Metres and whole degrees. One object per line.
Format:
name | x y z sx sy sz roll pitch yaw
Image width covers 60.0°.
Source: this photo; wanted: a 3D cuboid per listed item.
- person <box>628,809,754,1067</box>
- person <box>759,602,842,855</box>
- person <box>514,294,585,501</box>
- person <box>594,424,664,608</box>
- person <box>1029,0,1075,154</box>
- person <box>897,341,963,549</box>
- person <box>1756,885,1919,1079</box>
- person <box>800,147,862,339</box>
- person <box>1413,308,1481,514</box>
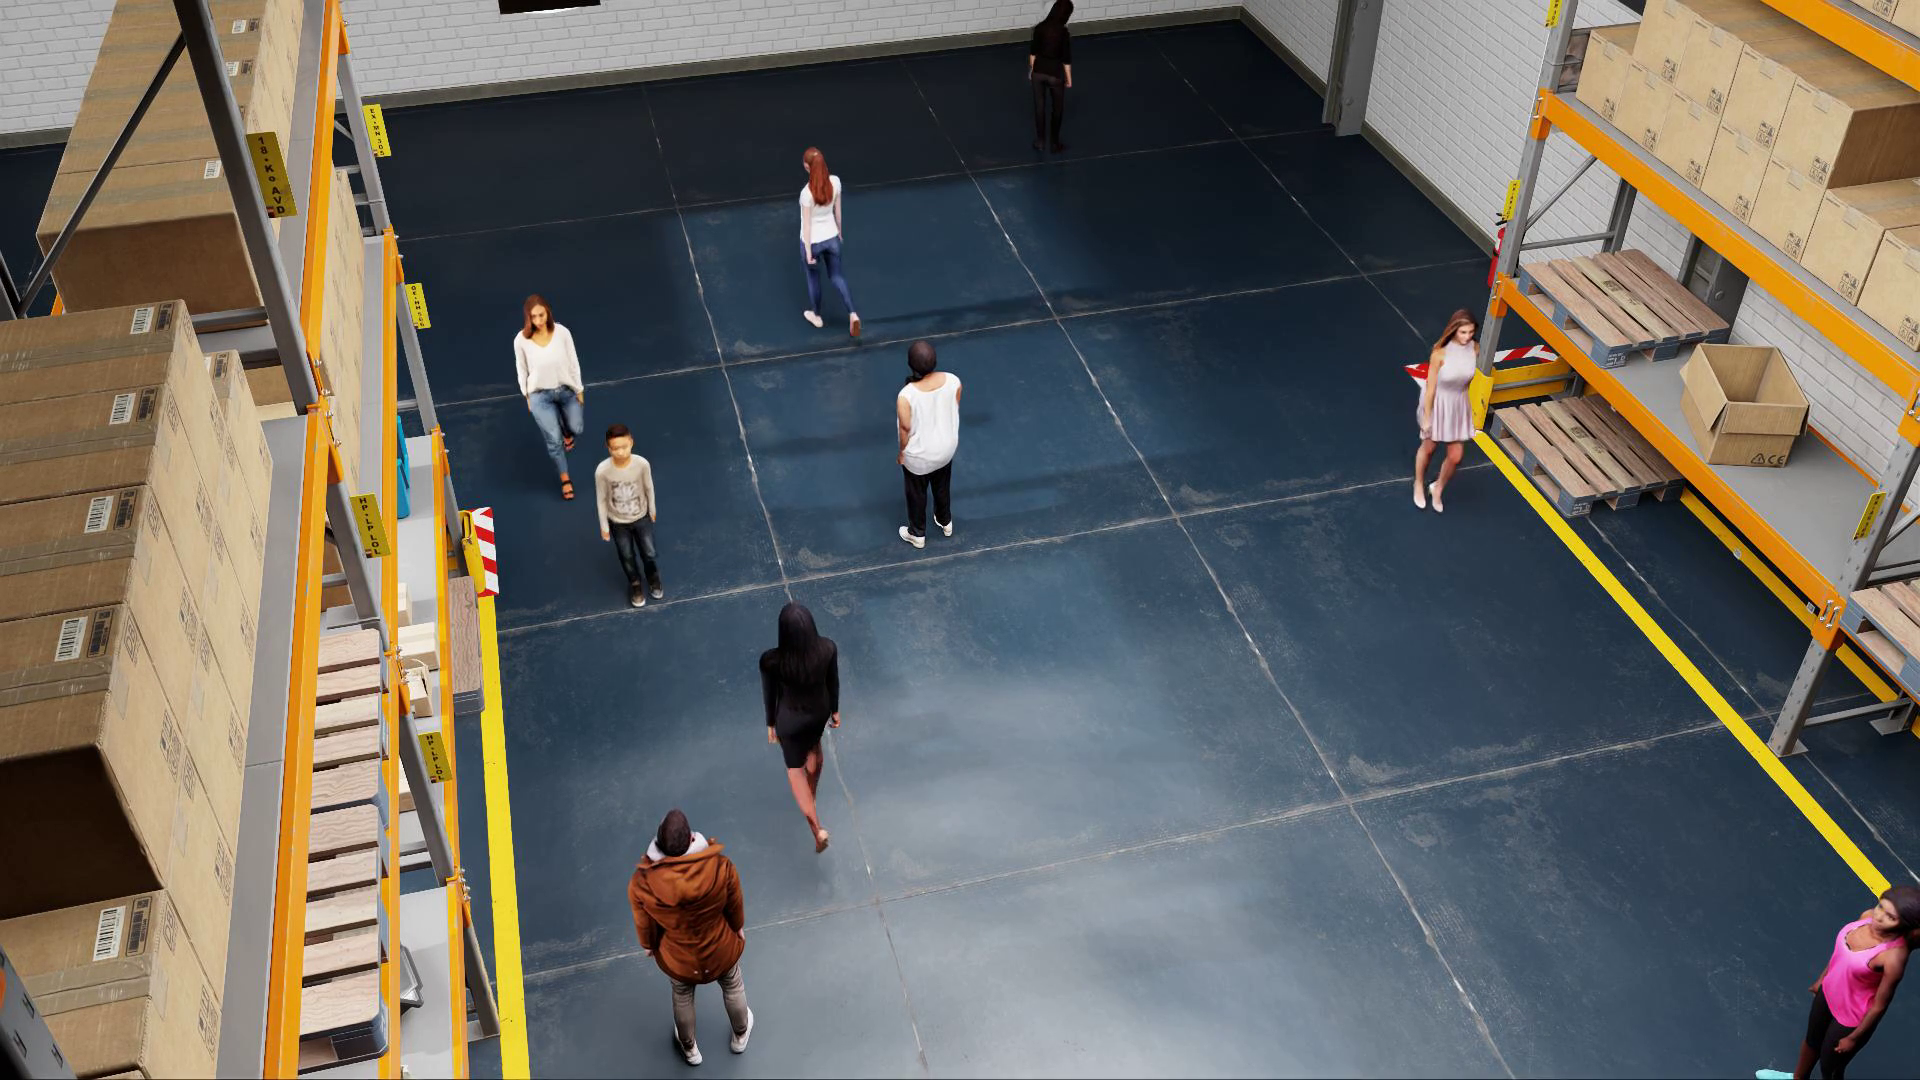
person | -1.329 2.009 8.393 0.695 1.840 0.689 -8 39 -10
person | -0.878 1.098 9.645 0.676 1.701 1.041 -13 41 -16
person | -3.052 -1.138 12.470 0.623 1.670 0.862 -11 40 -13
person | -2.296 -0.201 11.470 0.537 1.454 0.503 -10 40 -12
person | 0.909 -4.760 17.046 0.693 1.618 0.689 1 39 1
person | -0.249 -0.700 11.907 0.719 1.688 0.700 -21 43 -24
person | 4.347 2.287 8.141 0.694 1.720 0.583 3 39 4
person | -1.118 -2.488 14.119 0.781 1.721 1.060 -24 45 -27
person | 3.505 -0.980 12.202 0.609 1.756 0.700 -3 39 -4
